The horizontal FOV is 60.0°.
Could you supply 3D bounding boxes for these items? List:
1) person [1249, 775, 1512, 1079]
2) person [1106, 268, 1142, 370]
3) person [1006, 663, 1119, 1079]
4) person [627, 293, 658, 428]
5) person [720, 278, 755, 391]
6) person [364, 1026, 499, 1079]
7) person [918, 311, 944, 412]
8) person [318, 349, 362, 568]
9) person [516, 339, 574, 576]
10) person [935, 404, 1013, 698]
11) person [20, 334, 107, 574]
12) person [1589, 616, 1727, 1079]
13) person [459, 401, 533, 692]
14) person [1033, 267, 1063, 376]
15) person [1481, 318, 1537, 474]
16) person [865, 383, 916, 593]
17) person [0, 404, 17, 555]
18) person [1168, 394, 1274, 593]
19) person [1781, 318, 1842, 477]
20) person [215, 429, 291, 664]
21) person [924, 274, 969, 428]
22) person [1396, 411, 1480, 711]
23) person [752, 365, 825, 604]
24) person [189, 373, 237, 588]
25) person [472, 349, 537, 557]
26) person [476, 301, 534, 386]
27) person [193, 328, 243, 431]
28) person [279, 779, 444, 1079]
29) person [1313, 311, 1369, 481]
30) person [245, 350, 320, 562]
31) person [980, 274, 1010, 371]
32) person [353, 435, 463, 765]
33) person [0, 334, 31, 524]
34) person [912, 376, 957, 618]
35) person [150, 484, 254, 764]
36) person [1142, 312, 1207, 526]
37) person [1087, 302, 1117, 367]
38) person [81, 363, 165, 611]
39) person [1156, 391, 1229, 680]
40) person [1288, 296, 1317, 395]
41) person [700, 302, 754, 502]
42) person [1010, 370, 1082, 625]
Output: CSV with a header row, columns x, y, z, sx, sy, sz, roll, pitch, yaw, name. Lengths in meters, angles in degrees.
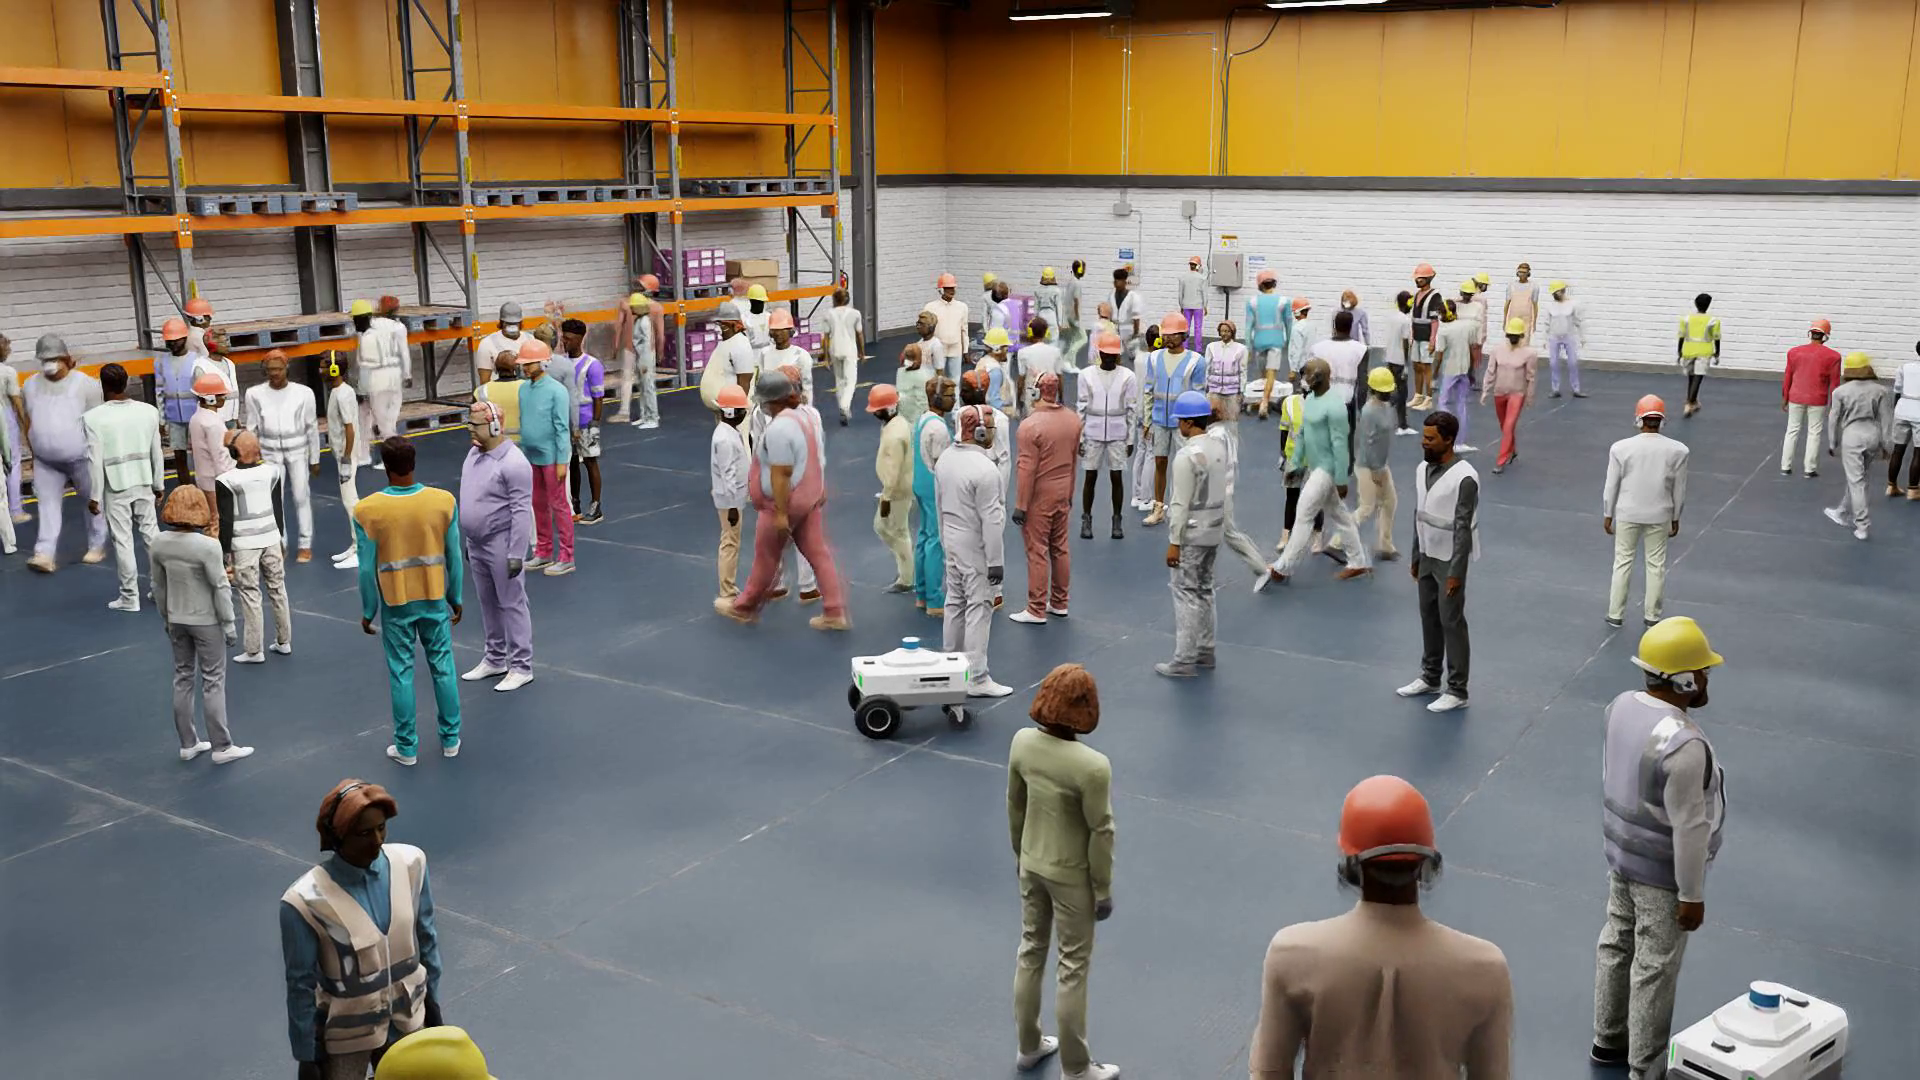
x,y,z,sx,sy,sz,roll,pitch,yaw,name
1.043,1.568,4.154,0.659,1.971,0.580,2,13,9,person
2.433,-3.027,24.272,0.604,1.909,1.021,9,16,33,person
0.381,1.254,6.257,0.281,1.633,0.501,-11,17,-41,person
-4.121,-2.316,21.504,0.319,1.742,0.492,-5,14,-21,person
-2.874,-2.529,22.109,0.653,1.887,0.749,-11,17,-40,person
-1.079,1.829,3.494,0.337,1.763,0.522,-6,14,-23,person
-0.354,-1.545,17.935,0.338,1.846,0.514,-7,15,-27,person
-5.264,-0.692,14.186,0.312,1.869,0.538,-5,14,-21,person
-3.491,-0.693,13.940,0.611,1.988,0.400,10,17,38,person
0.105,0.067,10.813,0.403,1.906,0.652,-8,15,-30,person
-7.573,-0.736,13.997,0.702,2.000,0.957,-1,13,-6,person
2.589,1.176,6.152,0.404,1.837,0.589,-1,13,-6,person
-3.071,0.036,10.943,0.643,1.909,0.410,11,17,40,person
1.411,-3.475,26.525,0.491,1.746,0.284,6,14,26,person
6.177,-1.645,18.637,0.526,1.720,0.914,10,16,36,person
-0.538,-0.405,13.259,0.415,1.717,0.586,-1,13,-5,person
-8.559,-0.651,14.512,0.522,1.638,0.309,-10,16,-36,person
2.126,-0.370,13.359,0.785,1.614,0.536,1,13,3,person
9.312,-1.553,18.208,0.574,1.739,0.350,10,16,36,person
-4.883,0.042,11.496,0.309,1.644,0.511,7,15,28,person
-0.176,-2.424,21.411,0.622,1.996,0.370,-5,14,-19,person
3.071,0.126,10.569,0.392,1.909,0.585,-4,14,-17,person
-1.328,-0.433,13.027,0.586,1.883,0.343,4,13,16,person
-6.032,-0.485,13.536,0.328,1.753,0.560,-10,16,-38,person
-3.855,-0.722,14.375,0.619,1.845,0.430,-1,13,-5,person
-4.534,-1.430,17.007,0.685,2.000,0.535,-10,16,-37,person
-7.157,-1.123,16.095,0.389,1.850,0.565,1,13,4,person
-1.828,1.514,5.136,0.312,1.632,0.519,9,16,35,person
4.023,-1.487,17.625,0.621,1.864,0.982,6,14,23,person
-5.803,-0.702,14.284,0.588,1.859,0.443,-3,13,-12,person
0.542,-3.298,25.892,0.472,1.678,0.866,-3,13,-11,person
-3.149,0.350,9.565,0.590,1.915,0.392,-8,15,-31,person
-9.134,-1.042,15.842,0.541,1.820,0.379,2,13,11,person
-0.183,-0.331,12.678,0.349,1.843,0.506,-4,13,-16,person
-4.394,0.485,9.591,0.507,1.632,0.272,4,14,18,person
1.998,-1.117,15.646,0.607,2.044,0.378,7,15,29,person
1.868,-2.297,21.721,0.487,1.607,0.556,9,16,35,person
-6.421,-0.406,12.834,0.377,1.917,0.600,8,15,32,person
1.574,-0.037,11.206,0.419,1.932,0.622,9,15,33,person
4.268,-2.184,20.912,0.339,1.748,0.565,8,15,32,person
-2.356,-1.394,16.854,0.537,2.000,0.683,-6,14,-23,person
0.619,-0.321,12.492,0.409,1.907,0.651,11,17,40,person
